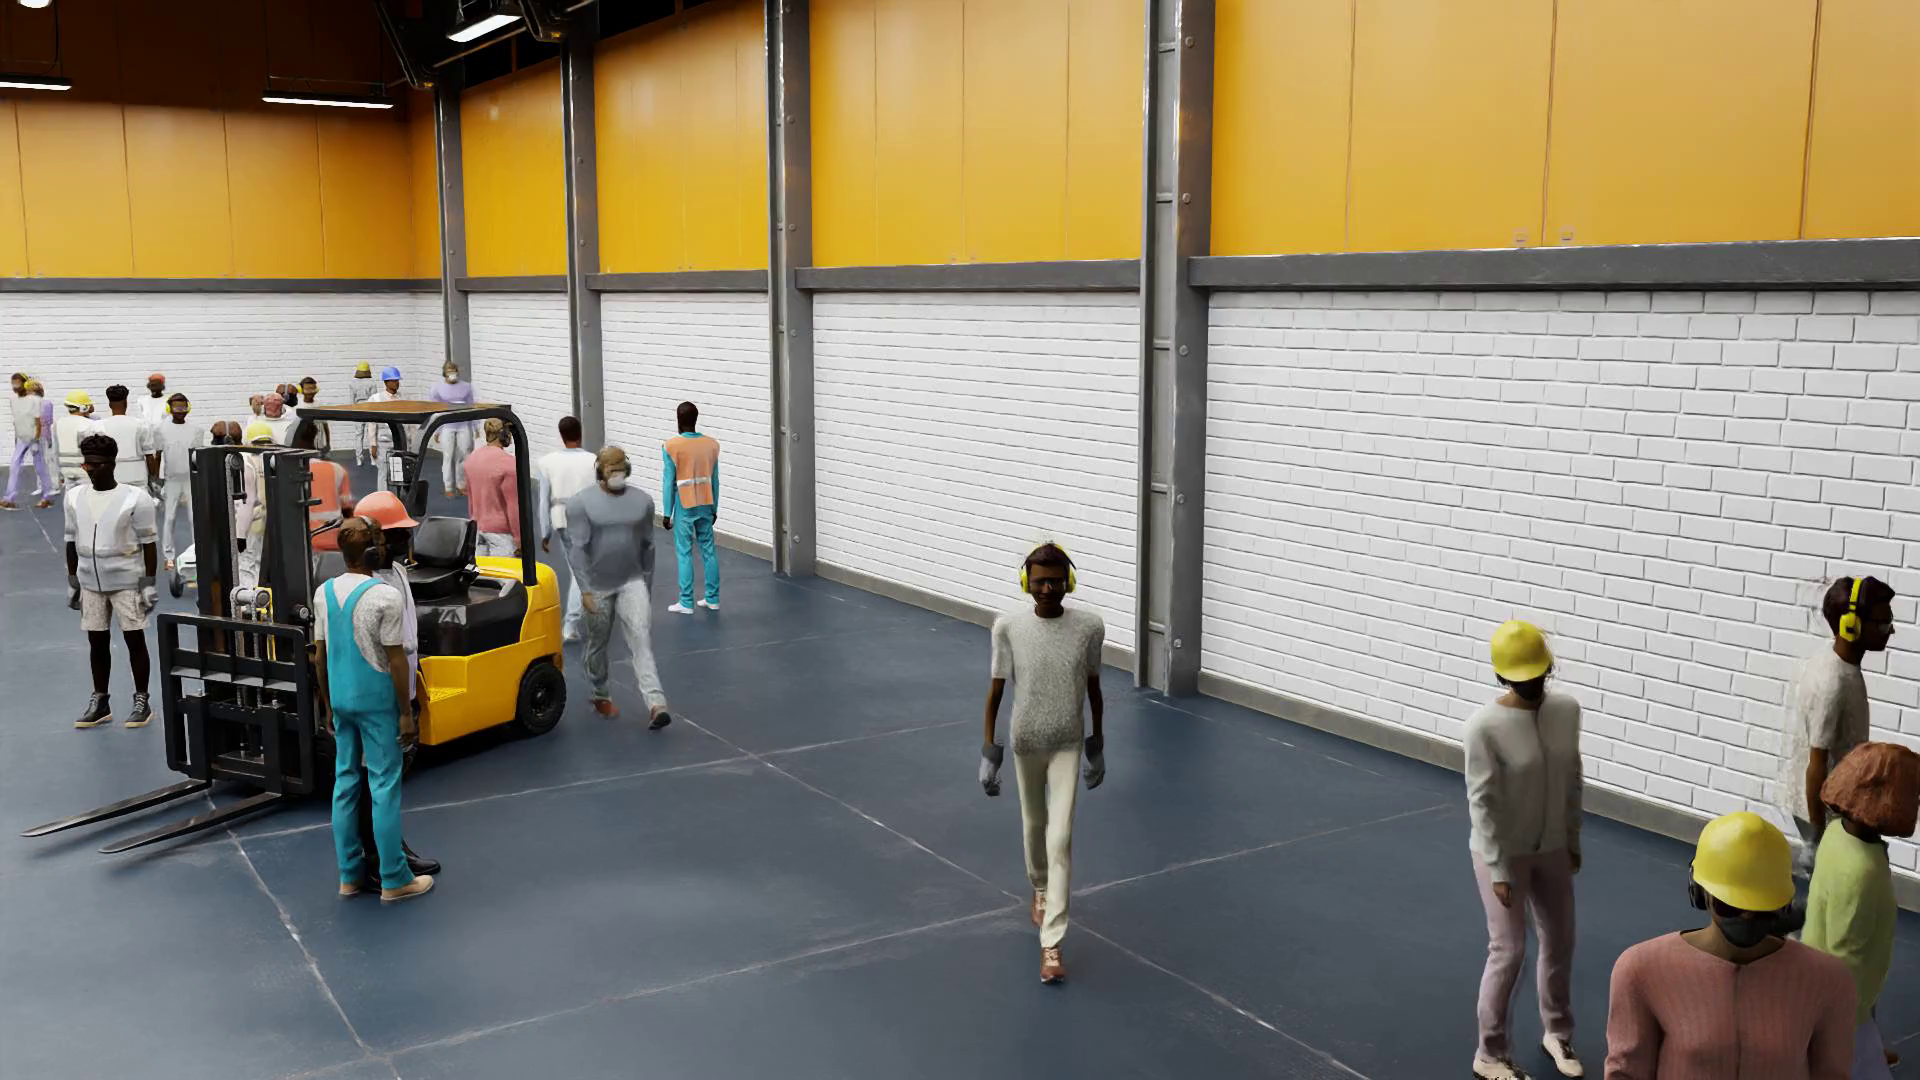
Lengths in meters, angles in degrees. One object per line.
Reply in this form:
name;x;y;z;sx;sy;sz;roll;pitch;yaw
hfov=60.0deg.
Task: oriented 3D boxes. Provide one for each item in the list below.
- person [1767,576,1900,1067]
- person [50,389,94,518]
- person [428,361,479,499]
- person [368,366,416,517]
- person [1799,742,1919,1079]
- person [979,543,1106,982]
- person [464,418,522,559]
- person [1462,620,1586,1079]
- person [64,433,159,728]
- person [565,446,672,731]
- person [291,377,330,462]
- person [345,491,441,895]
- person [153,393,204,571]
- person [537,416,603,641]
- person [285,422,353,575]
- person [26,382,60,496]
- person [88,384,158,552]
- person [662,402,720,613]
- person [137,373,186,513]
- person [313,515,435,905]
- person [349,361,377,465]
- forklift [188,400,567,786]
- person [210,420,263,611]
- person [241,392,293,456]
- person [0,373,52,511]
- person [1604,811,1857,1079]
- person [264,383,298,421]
person;3.205;1.028;6.295;0.671;1.855;0.523;4;9;27
person;-9.667;-0.743;18.311;0.592;1.833;0.404;2;9;14
person;-7.136;-1.553;23.444;0.690;1.932;0.595;-7;11;-40
person;-7.248;-1.240;21.261;0.612;1.950;0.377;-6;10;-36
person;2.564;1.368;4.793;0.340;1.620;0.517;4;9;23
person;0.364;0.905;7.277;0.544;1.822;0.994;1;8;5
person;-3.713;-0.050;13.332;0.625;1.931;0.379;6;11;37
person;2.044;1.133;6.013;0.543;1.731;0.352;-4;9;-23
person;-5.625;0.271;11.025;0.607;1.966;0.373;0;8;2
person;-2.244;0.324;10.954;0.632;1.871;1.032;-5;10;-28
person;-8.102;-1.108;20.745;0.520;1.843;0.735;-4;9;-27
person;-2.750;0.730;8.016;0.352;1.942;0.546;0;8;2
person;-8.112;-0.608;17.326;0.525;1.859;0.316;-5;10;-30
person;-3.213;-0.110;14.007;0.624;1.858;1.068;1;8;3
person;-5.026;0.032;12.788;0.944;1.907;0.703;6;11;37
person;-13.087;-1.437;23.677;0.508;1.628;0.321;3;9;17
person;-8.518;-0.607;16.948;0.613;1.962;0.362;-5;10;-32
person;-2.414;-0.292;15.040;0.585;1.909;0.390;-8;12;-44
person;-10.556;-1.298;22.033;0.575;1.847;0.872;1;9;9
person;-2.797;0.801;7.862;0.507;1.846;0.347;4;9;23
person;-9.977;-2.124;27.917;0.484;1.744;0.295;1;8;4
forklift;-3.529;0.258;10.348;1.214;2.155;2.313;4;9;25
person;-6.004;-0.074;13.770;0.429;1.841;0.633;-5;10;-30
person;-6.736;-0.501;16.431;0.652;1.906;0.409;-5;10;-29
person;-12.402;-1.280;21.962;0.545;1.820;0.942;2;9;12
person;1.722;1.454;3.764;0.524;1.755;0.355;2;9;11
person;-7.807;-0.900;19.356;0.619;1.839;0.430;7;11;40
